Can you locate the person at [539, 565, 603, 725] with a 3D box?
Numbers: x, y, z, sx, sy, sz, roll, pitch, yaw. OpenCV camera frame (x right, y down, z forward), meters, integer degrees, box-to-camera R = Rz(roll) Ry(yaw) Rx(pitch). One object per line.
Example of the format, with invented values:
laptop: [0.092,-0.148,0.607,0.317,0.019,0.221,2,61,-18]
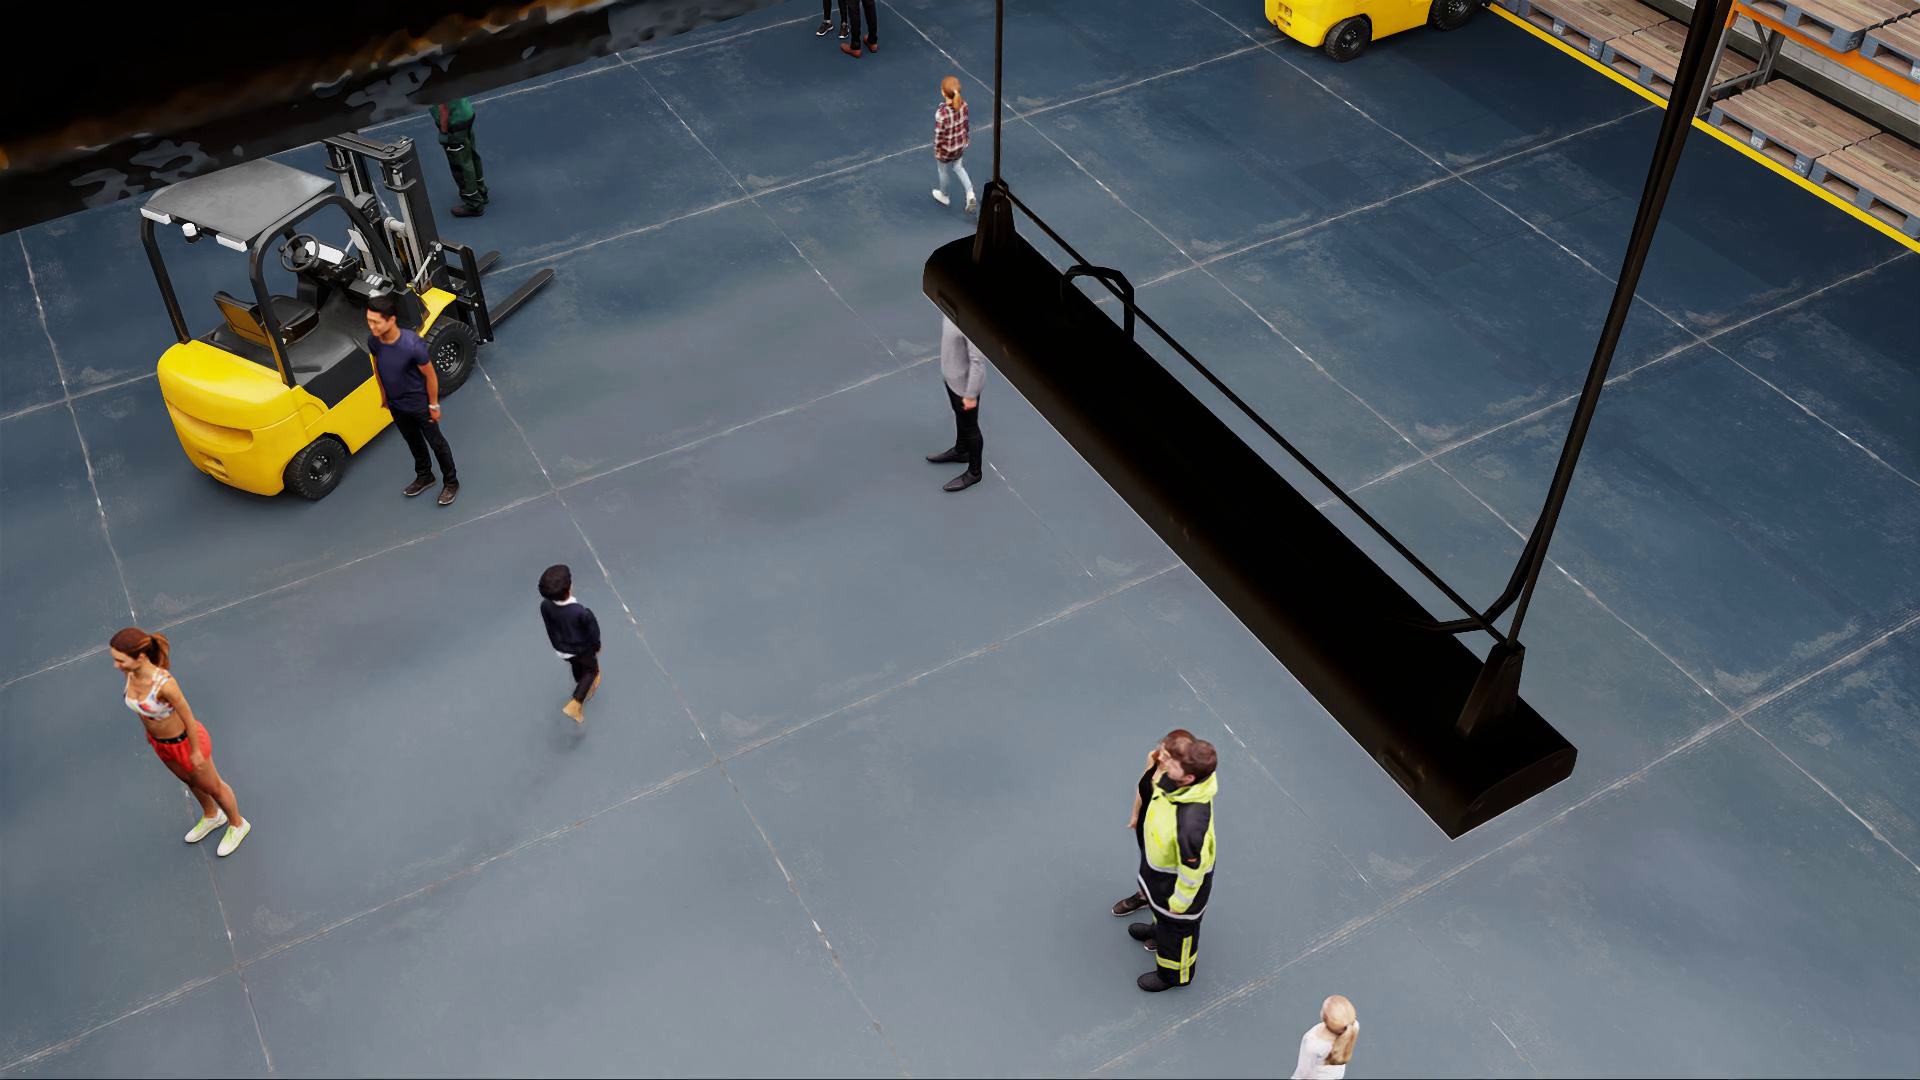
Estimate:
person: [-2.470,0.667,10.554,0.756,1.215,0.793,14,45,15]

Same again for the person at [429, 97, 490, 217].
person: [-4.478,-3.727,14.713,0.846,1.839,0.750,4,44,4]

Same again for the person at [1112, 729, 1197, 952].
person: [1.135,1.620,9.183,0.633,1.726,0.454,-24,49,-23]

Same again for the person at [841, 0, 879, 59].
person: [-1.052,-5.846,16.908,0.705,1.882,0.560,-26,49,-25]

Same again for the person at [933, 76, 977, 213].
person: [-0.043,-3.525,14.896,0.584,1.294,0.808,-28,50,-26]

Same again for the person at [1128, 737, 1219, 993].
person: [1.177,1.719,8.893,0.929,1.983,0.793,0,44,0]

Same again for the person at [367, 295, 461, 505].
person: [-3.923,-1.016,11.903,0.684,1.791,0.773,15,46,15]

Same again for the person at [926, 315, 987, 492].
person: [0.039,-1.207,12.008,0.858,1.923,0.664,-11,45,-12]

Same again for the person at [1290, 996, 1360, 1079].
person: [1.827,2.685,8.389,0.482,1.279,0.487,-21,48,-21]

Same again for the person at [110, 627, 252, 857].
person: [-4.523,1.150,9.629,0.650,1.792,0.731,20,47,19]

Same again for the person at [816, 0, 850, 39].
person: [-1.334,-6.059,17.303,0.615,1.643,0.679,11,45,12]
